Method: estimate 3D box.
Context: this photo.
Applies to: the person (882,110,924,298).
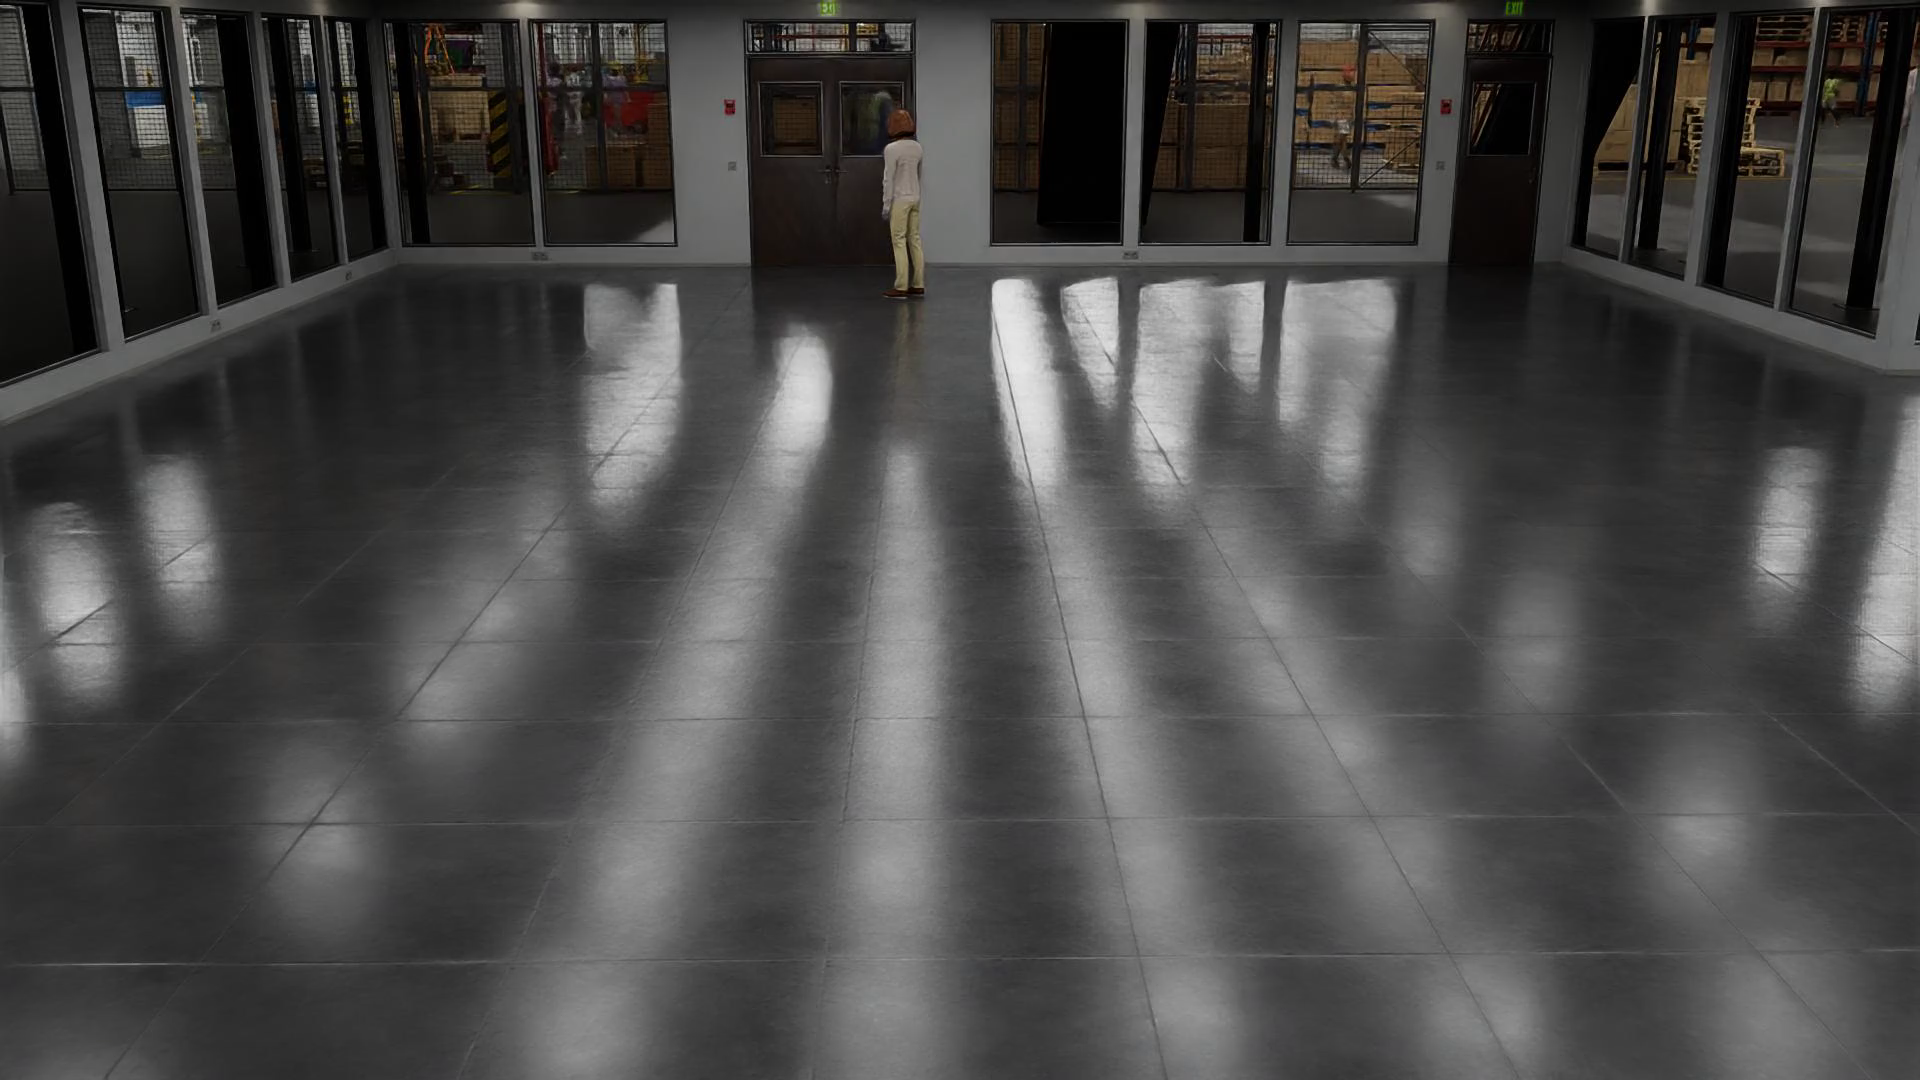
[{"bbox_3d":[-0.497,-2.947,14.625,0.279,1.624,0.494,11,20,34],"label":"person"}]
